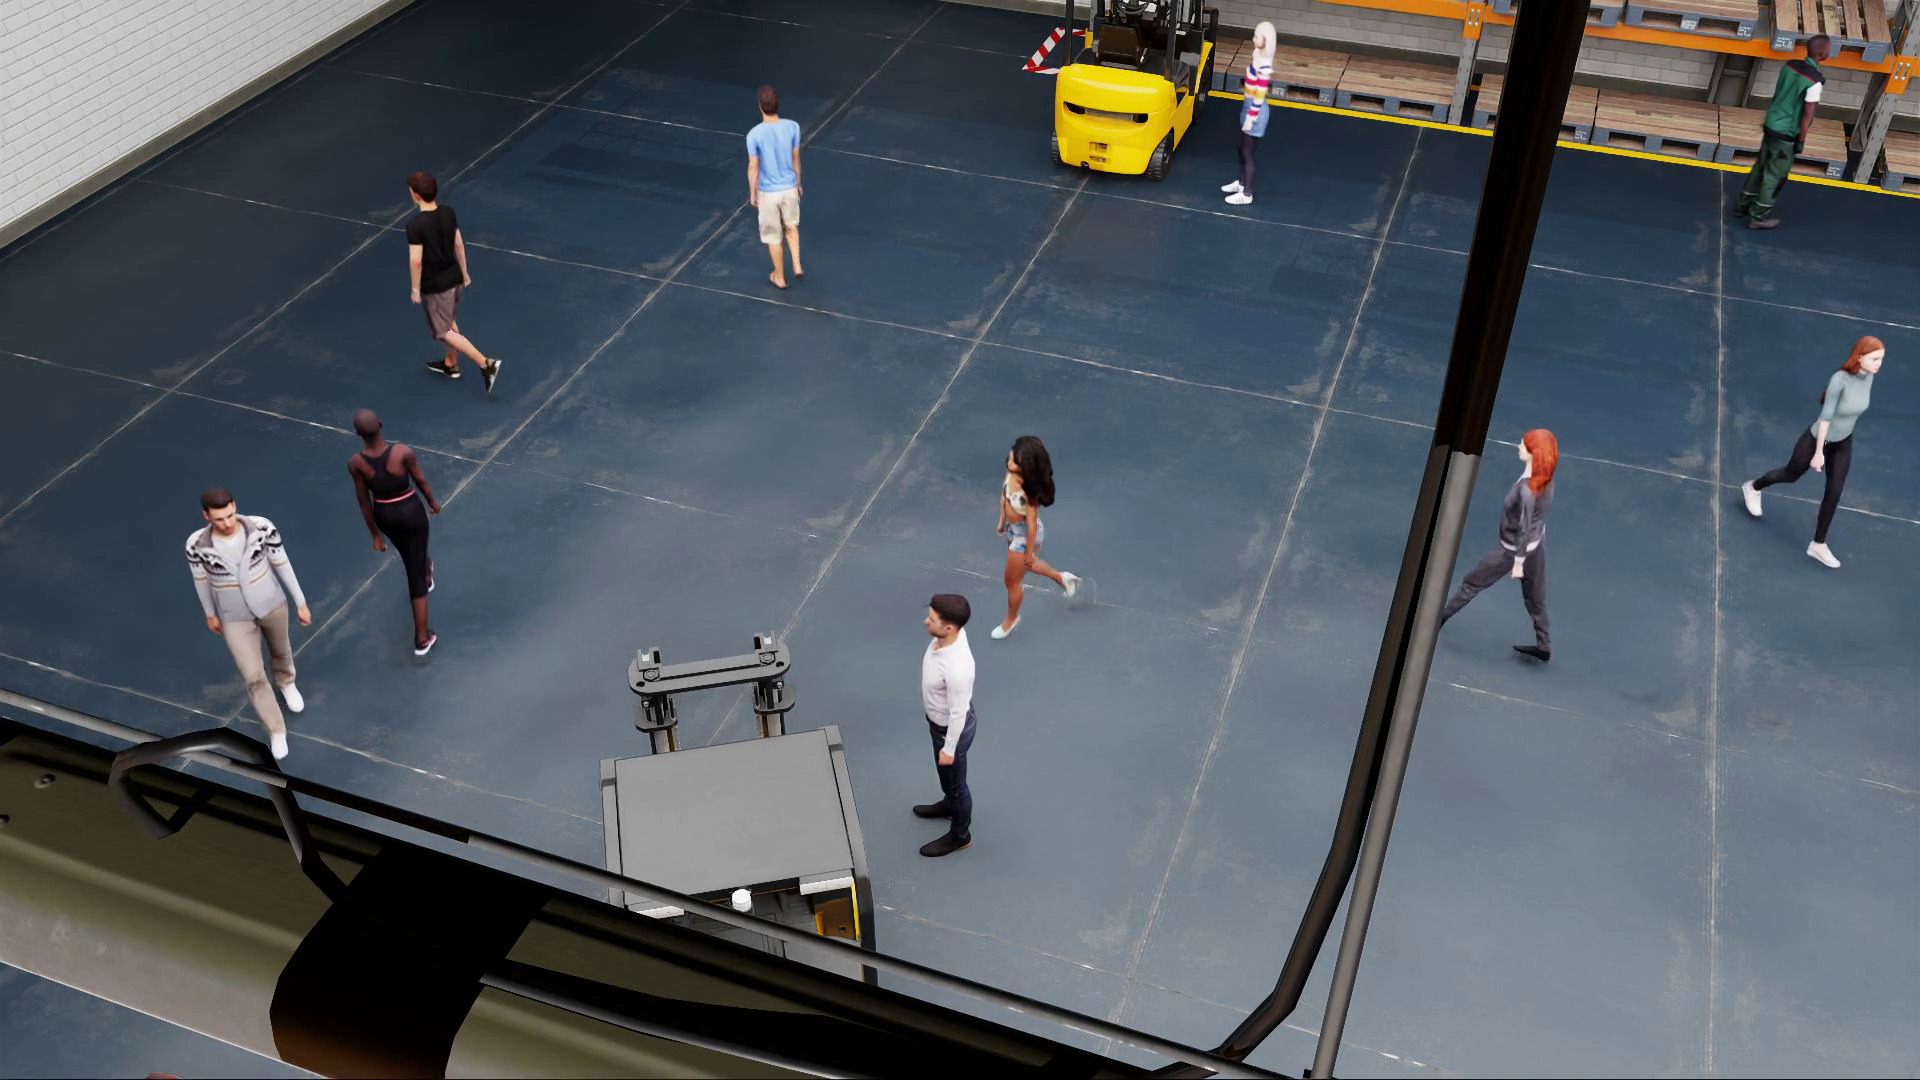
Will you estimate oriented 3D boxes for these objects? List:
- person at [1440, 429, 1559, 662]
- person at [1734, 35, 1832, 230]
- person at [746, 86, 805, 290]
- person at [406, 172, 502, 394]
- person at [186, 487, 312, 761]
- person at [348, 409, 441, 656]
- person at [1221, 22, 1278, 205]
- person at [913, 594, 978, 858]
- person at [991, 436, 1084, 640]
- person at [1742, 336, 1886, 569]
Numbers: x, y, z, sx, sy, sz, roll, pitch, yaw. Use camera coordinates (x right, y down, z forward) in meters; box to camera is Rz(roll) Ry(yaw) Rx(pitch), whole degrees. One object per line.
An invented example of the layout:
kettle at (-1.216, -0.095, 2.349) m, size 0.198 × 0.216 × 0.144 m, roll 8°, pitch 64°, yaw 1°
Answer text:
person at (3.669, 0.091, 10.685) m, size 1.225 × 1.715 × 0.783 m, roll 22°, pitch 43°, yaw 25°
person at (7.660, -3.799, 15.461) m, size 0.791 × 1.831 × 0.787 m, roll -6°, pitch 39°, yaw -7°
person at (-1.549, -3.007, 14.449) m, size 0.799 × 1.858 × 0.856 m, roll -17°, pitch 42°, yaw -21°
person at (-4.064, -2.019, 13.223) m, size 1.085 × 1.844 × 0.722 m, roll 17°, pitch 42°, yaw 20°
person at (-4.377, 0.365, 10.247) m, size 1.088 × 1.832 × 1.181 m, roll -20°, pitch 43°, yaw -23°
person at (-3.648, -0.035, 10.851) m, size 1.230 × 1.704 × 1.060 m, roll -5°, pitch 39°, yaw -6°
person at (2.837, -4.059, 15.806) m, size 0.704 × 1.807 × 0.743 m, roll 1°, pitch 39°, yaw 1°
person at (-0.049, 1.024, 9.394) m, size 0.731 × 1.868 × 0.714 m, roll -4°, pitch 39°, yaw -5°
person at (0.475, -0.033, 10.928) m, size 0.989 × 1.604 × 0.881 m, roll -12°, pitch 40°, yaw -14°
person at (6.000, -0.698, 11.680) m, size 1.132 × 1.704 × 1.113 m, roll -12°, pitch 40°, yaw -14°
